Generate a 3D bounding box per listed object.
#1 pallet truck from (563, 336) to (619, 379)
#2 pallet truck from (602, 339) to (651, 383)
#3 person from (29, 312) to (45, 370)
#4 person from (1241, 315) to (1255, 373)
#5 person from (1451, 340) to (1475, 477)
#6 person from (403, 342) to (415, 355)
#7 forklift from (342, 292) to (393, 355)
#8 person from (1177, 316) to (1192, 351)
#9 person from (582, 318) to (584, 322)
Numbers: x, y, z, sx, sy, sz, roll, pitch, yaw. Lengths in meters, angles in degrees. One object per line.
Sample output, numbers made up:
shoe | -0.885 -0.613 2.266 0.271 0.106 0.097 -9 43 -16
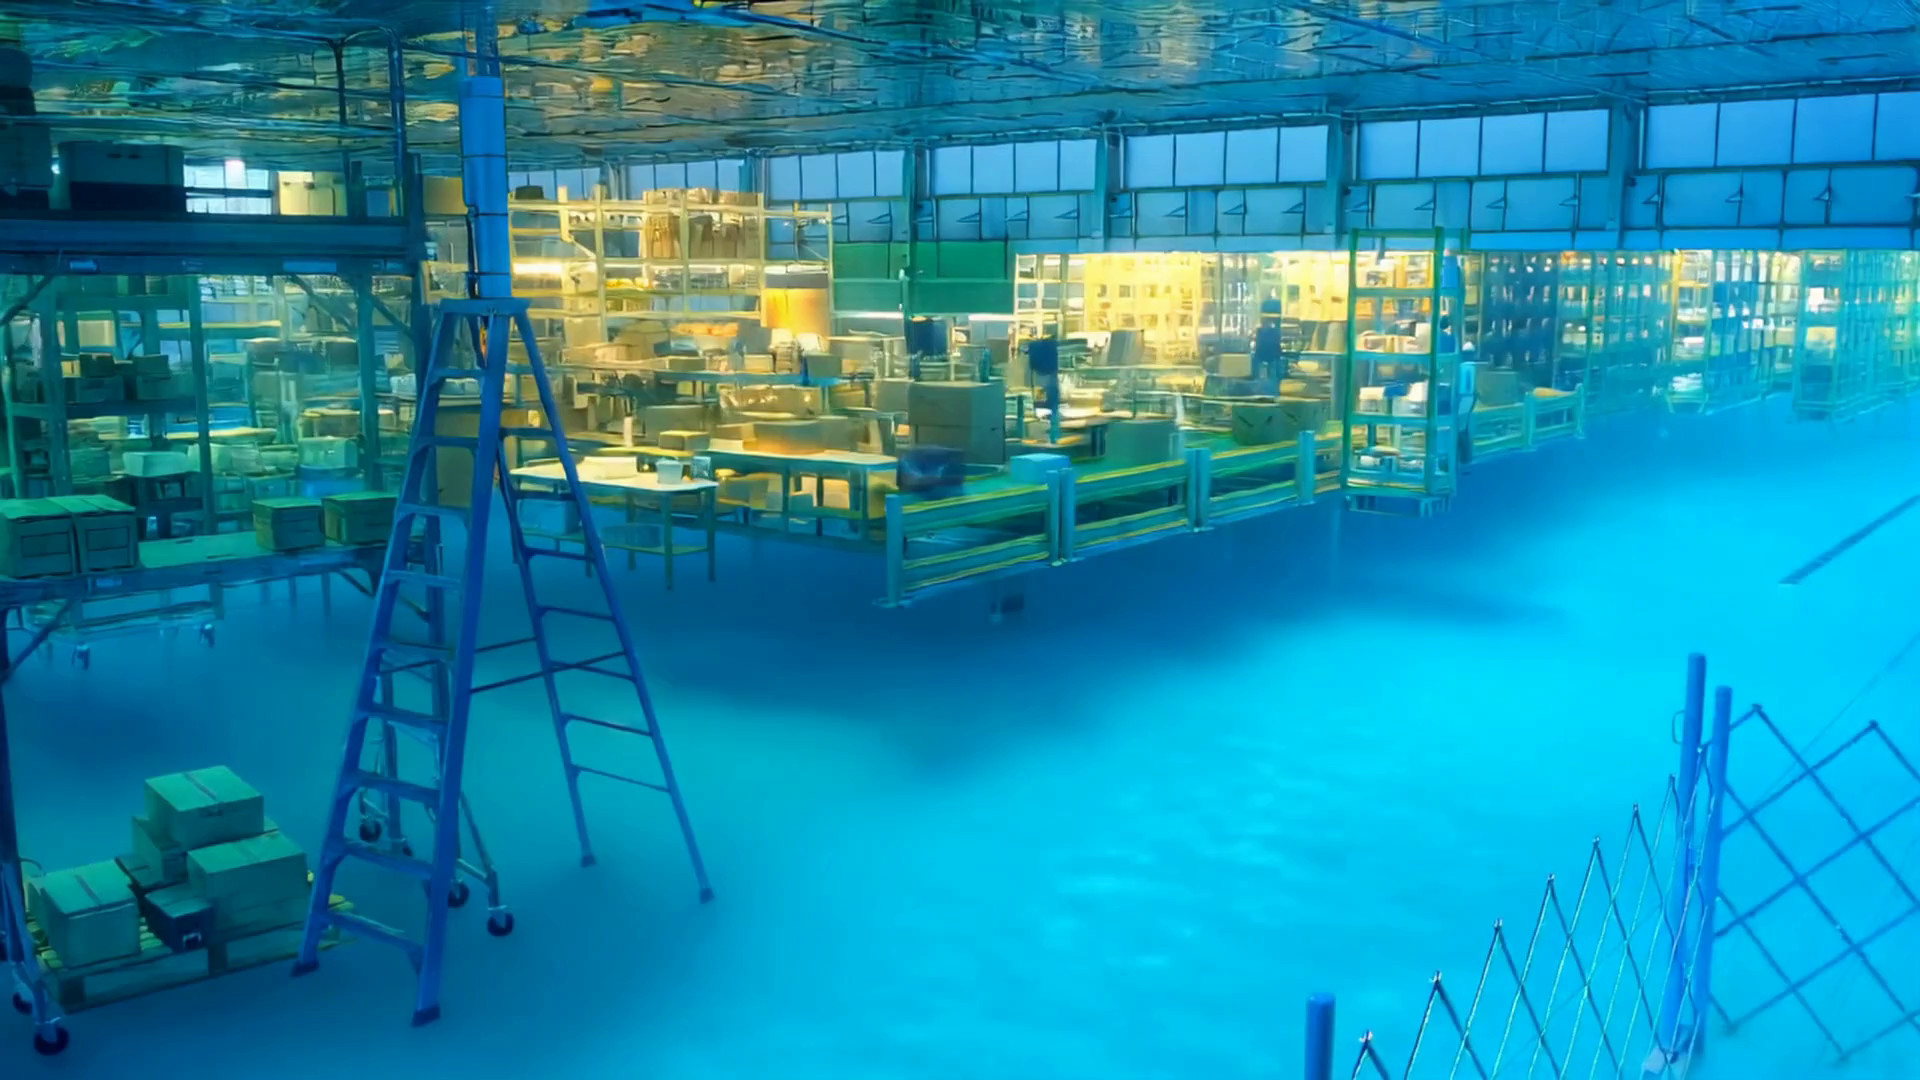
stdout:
pallet truck | -10.690 -5.294 48.215 1.601 1.201 0.680 -5 10 -26
pallet truck | -8.991 -4.871 45.351 0.653 1.274 1.630 7 11 37
person | -27.125 -5.767 48.795 0.968 1.989 0.641 -5 10 -27
person | 8.782 -5.922 50.439 0.665 1.770 0.524 -2 9 -12
person | 7.485 -1.971 24.934 0.393 2.041 0.613 6 11 32
person | -15.945 -5.585 48.199 0.596 1.812 0.540 6 11 35
forklift | -16.485 -5.622 45.120 1.129 2.768 1.873 7 11 37
person | 6.955 -6.100 51.002 0.613 1.945 0.406 0 9 1
person | -14.143 -8.041 63.525 0.632 1.820 0.732 9 13 44
